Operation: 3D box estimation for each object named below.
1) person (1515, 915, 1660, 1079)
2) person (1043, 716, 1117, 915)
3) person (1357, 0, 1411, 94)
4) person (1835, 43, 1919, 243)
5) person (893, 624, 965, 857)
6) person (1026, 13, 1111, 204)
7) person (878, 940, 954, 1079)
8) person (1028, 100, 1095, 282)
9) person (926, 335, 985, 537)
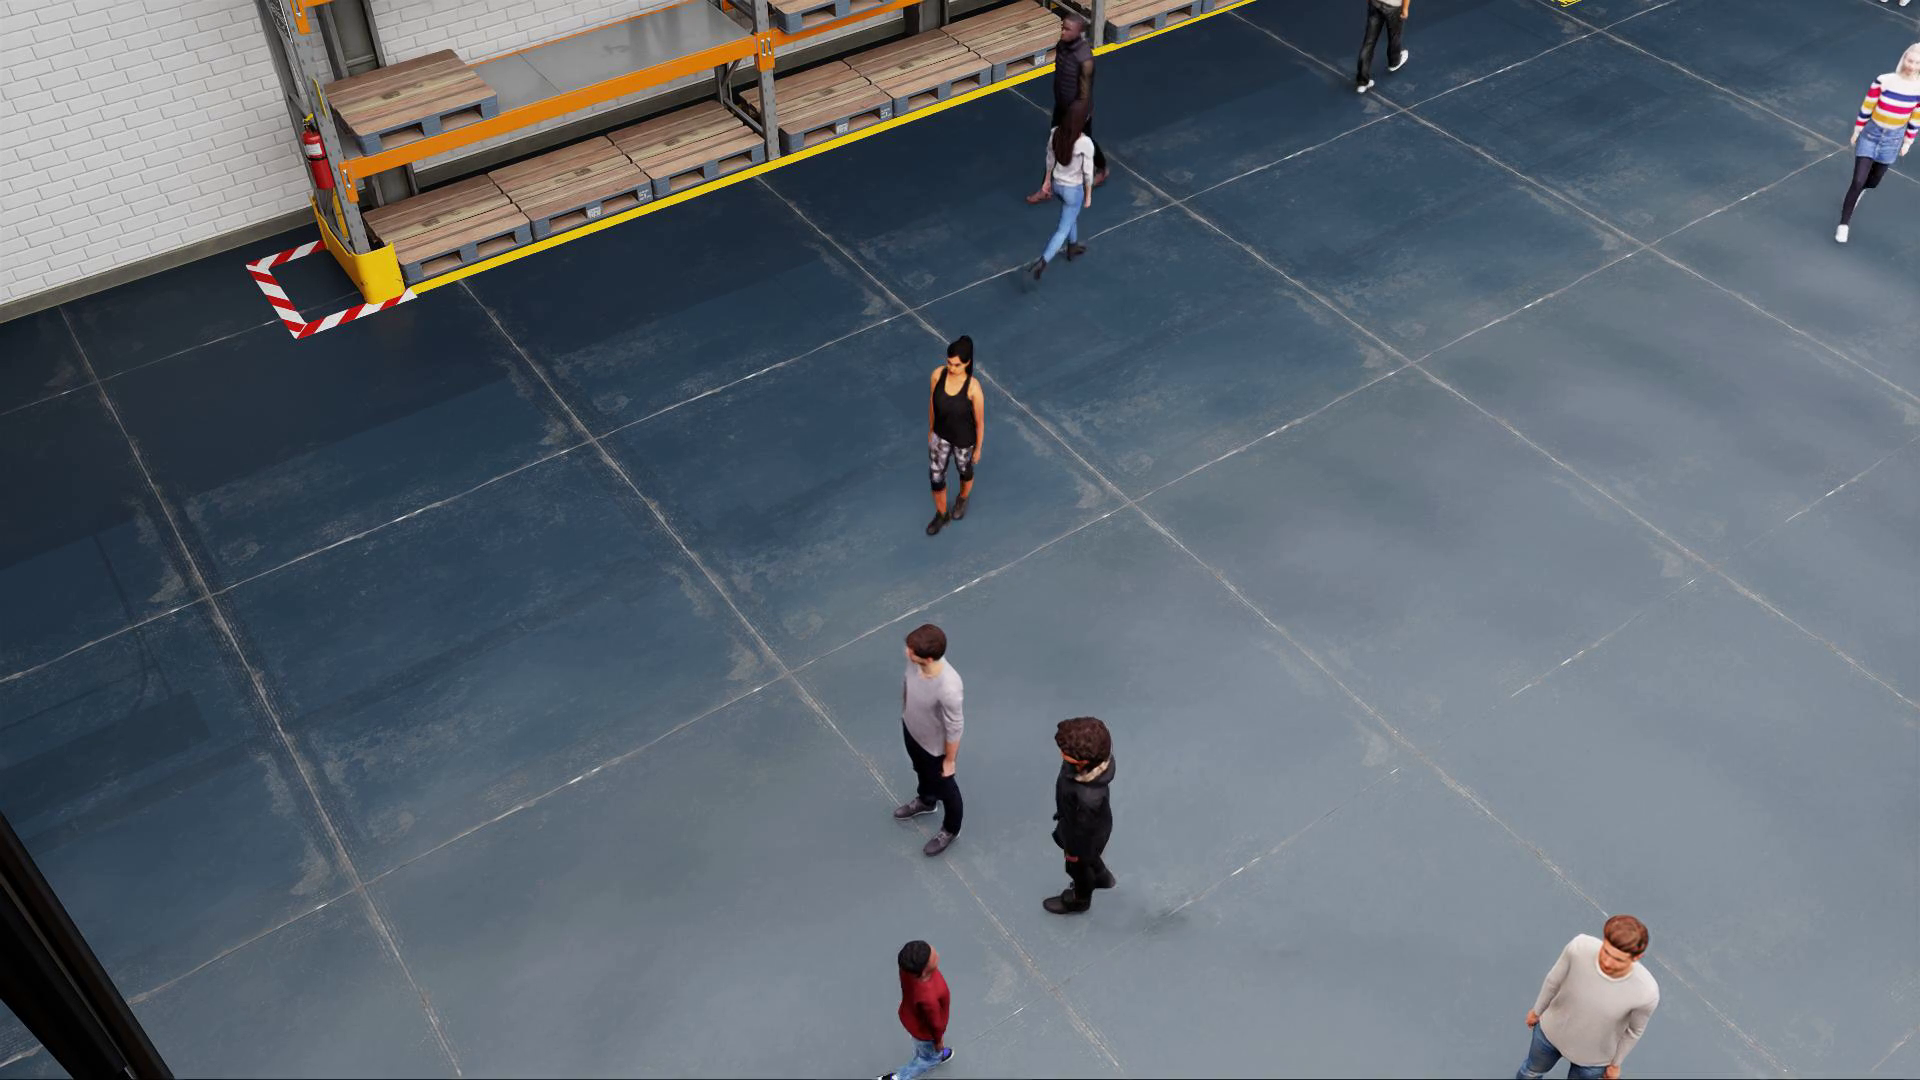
[{"bbox_3d":[3.084,2.456,8.283,0.714,1.905,0.666,30,51,28],"label":"person"},{"bbox_3d":[0.772,1.579,9.309,0.834,1.758,0.784,4,44,4],"label":"person"},{"bbox_3d":[4.188,-5.300,16.512,0.879,1.784,1.155,30,51,27],"label":"person"},{"bbox_3d":[8.131,-3.554,14.676,0.983,1.788,1.150,17,46,17],"label":"person"},{"bbox_3d":[-0.154,1.127,9.723,0.548,1.842,0.665,-23,48,-22],"label":"person"},{"bbox_3d":[1.104,-3.914,15.046,1.138,1.798,0.717,-25,49,-24],"label":"person"},{"bbox_3d":[-0.245,2.518,8.696,0.734,1.244,0.576,-17,46,-17],"label":"person"},{"bbox_3d":[0.865,-2.934,14.163,1.102,1.598,0.753,-34,53,-31],"label":"person"},{"bbox_3d":[0.008,-0.812,11.898,0.796,1.649,0.875,18,46,18],"label":"person"}]
